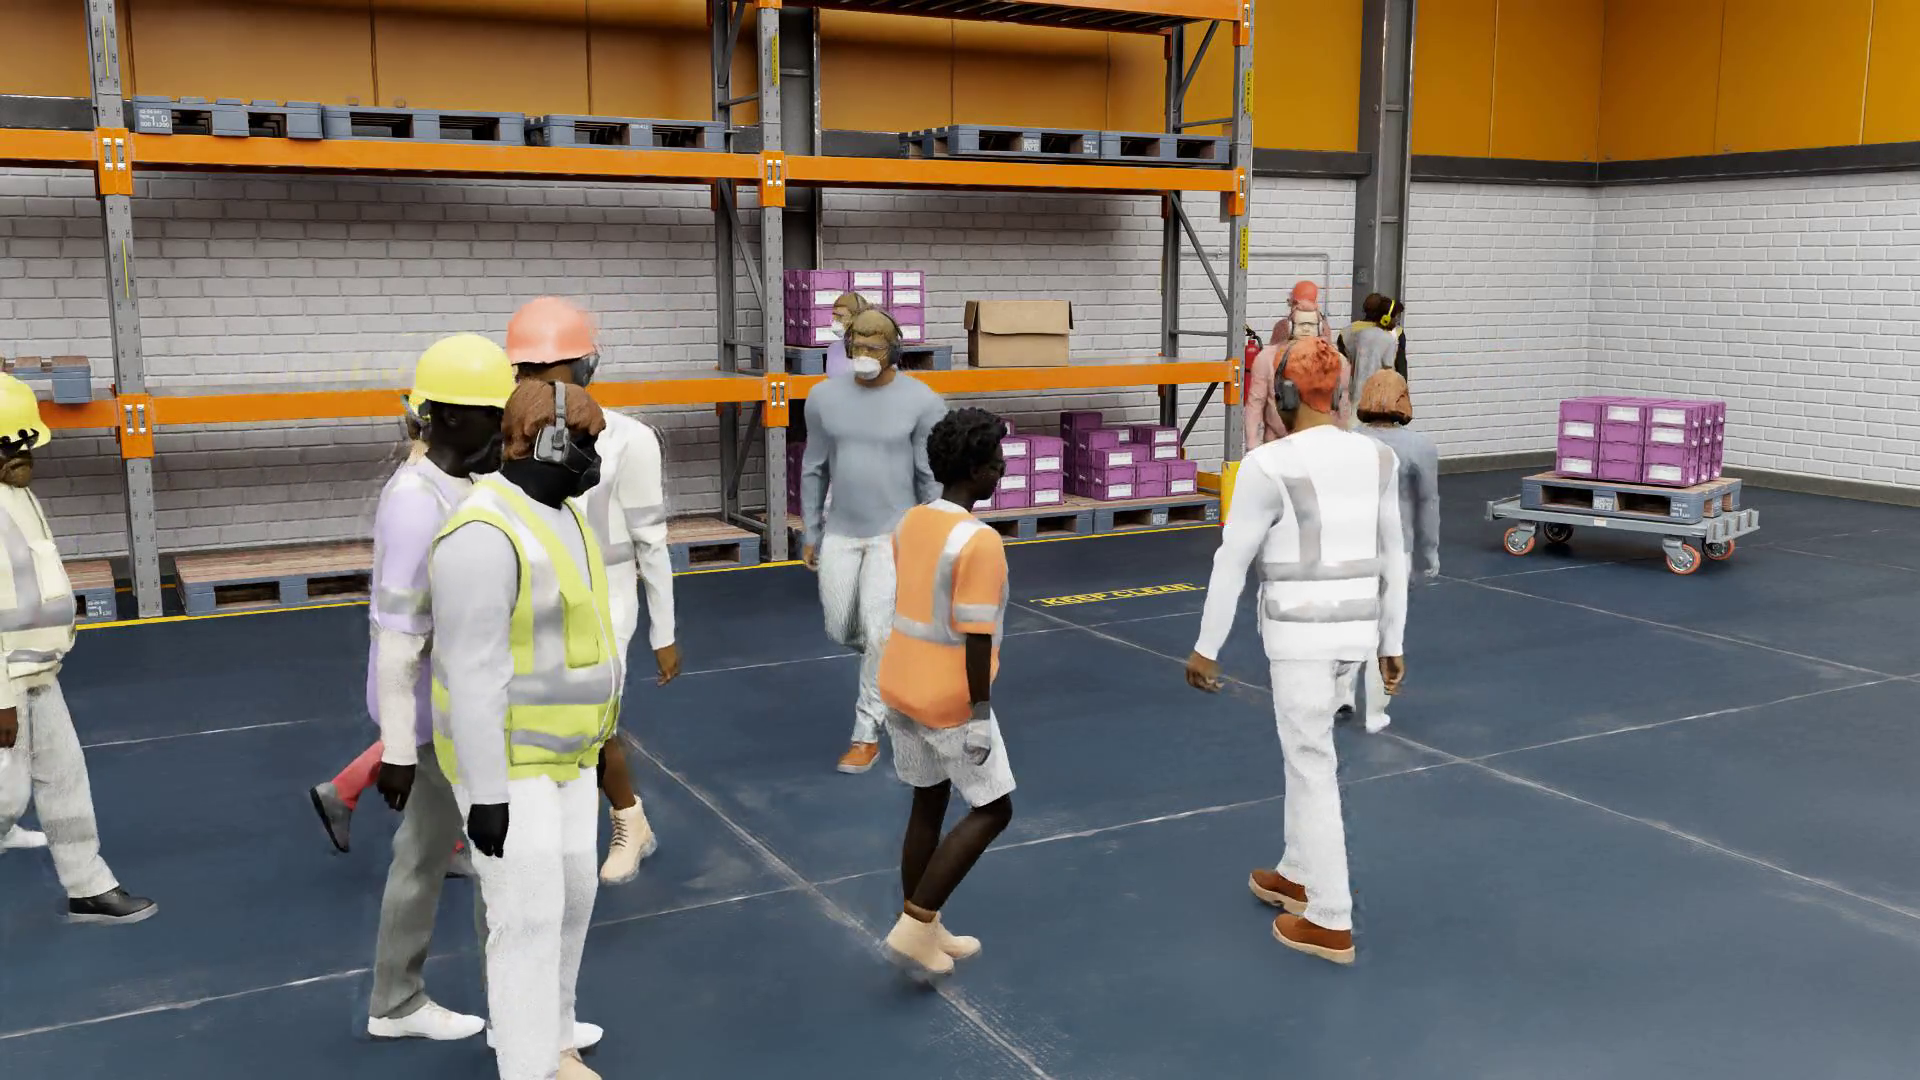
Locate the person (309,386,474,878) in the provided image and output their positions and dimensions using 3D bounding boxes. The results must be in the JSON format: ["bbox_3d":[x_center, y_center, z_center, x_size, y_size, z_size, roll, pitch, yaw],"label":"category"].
[{"bbox_3d":[-1.838,0.309,5.516,0.611,1.731,0.563,-3,10,-15],"label":"person"}]

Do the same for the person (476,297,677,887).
[{"bbox_3d":[-1.218,0.234,5.233,0.625,1.988,1.079,3,10,17],"label":"person"}]

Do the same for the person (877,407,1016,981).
[{"bbox_3d":[-0.040,0.457,4.782,0.354,1.676,0.561,-5,11,-30],"label":"person"}]

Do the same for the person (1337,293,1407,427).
[{"bbox_3d":[3.752,-1.325,15.159,0.634,1.842,0.429,4,10,24],"label":"person"}]

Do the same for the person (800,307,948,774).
[{"bbox_3d":[-0.333,-0.025,7.023,0.663,1.908,0.791,3,10,19],"label":"person"}]

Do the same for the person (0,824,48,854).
[{"bbox_3d":[-3.406,0.310,5.637,0.342,1.697,0.642,7,11,35],"label":"person"}]

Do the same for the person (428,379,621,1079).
[{"bbox_3d":[-0.994,0.528,3.990,0.515,1.810,0.718,2,9,10],"label":"person"}]

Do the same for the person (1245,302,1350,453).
[{"bbox_3d":[2.194,-0.621,10.856,0.650,1.851,1.019,2,10,14],"label":"person"}]

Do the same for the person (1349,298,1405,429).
[{"bbox_3d":[3.687,-1.247,14.859,0.575,1.786,0.996,8,13,42],"label":"person"}]

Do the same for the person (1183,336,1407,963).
[{"bbox_3d":[1.030,0.312,5.117,0.616,1.855,0.732,-6,11,-32],"label":"person"}]

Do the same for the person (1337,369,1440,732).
[{"bbox_3d":[1.873,0.051,7.454,0.513,1.623,0.368,6,11,31],"label":"person"}]

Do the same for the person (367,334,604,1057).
[{"bbox_3d":[-1.243,0.421,4.338,0.772,1.894,0.613,-1,9,-9],"label":"person"}]

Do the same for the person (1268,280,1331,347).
[{"bbox_3d":[3.034,-1.327,14.829,0.571,1.968,0.756,-6,11,-33],"label":"person"}]

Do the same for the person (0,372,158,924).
[{"bbox_3d":[-2.914,0.380,4.975,0.729,1.782,0.655,-3,10,-17],"label":"person"}]

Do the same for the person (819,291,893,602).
[{"bbox_3d":[-0.619,-0.565,10.258,0.536,1.928,0.646,-6,11,-32],"label":"person"}]
